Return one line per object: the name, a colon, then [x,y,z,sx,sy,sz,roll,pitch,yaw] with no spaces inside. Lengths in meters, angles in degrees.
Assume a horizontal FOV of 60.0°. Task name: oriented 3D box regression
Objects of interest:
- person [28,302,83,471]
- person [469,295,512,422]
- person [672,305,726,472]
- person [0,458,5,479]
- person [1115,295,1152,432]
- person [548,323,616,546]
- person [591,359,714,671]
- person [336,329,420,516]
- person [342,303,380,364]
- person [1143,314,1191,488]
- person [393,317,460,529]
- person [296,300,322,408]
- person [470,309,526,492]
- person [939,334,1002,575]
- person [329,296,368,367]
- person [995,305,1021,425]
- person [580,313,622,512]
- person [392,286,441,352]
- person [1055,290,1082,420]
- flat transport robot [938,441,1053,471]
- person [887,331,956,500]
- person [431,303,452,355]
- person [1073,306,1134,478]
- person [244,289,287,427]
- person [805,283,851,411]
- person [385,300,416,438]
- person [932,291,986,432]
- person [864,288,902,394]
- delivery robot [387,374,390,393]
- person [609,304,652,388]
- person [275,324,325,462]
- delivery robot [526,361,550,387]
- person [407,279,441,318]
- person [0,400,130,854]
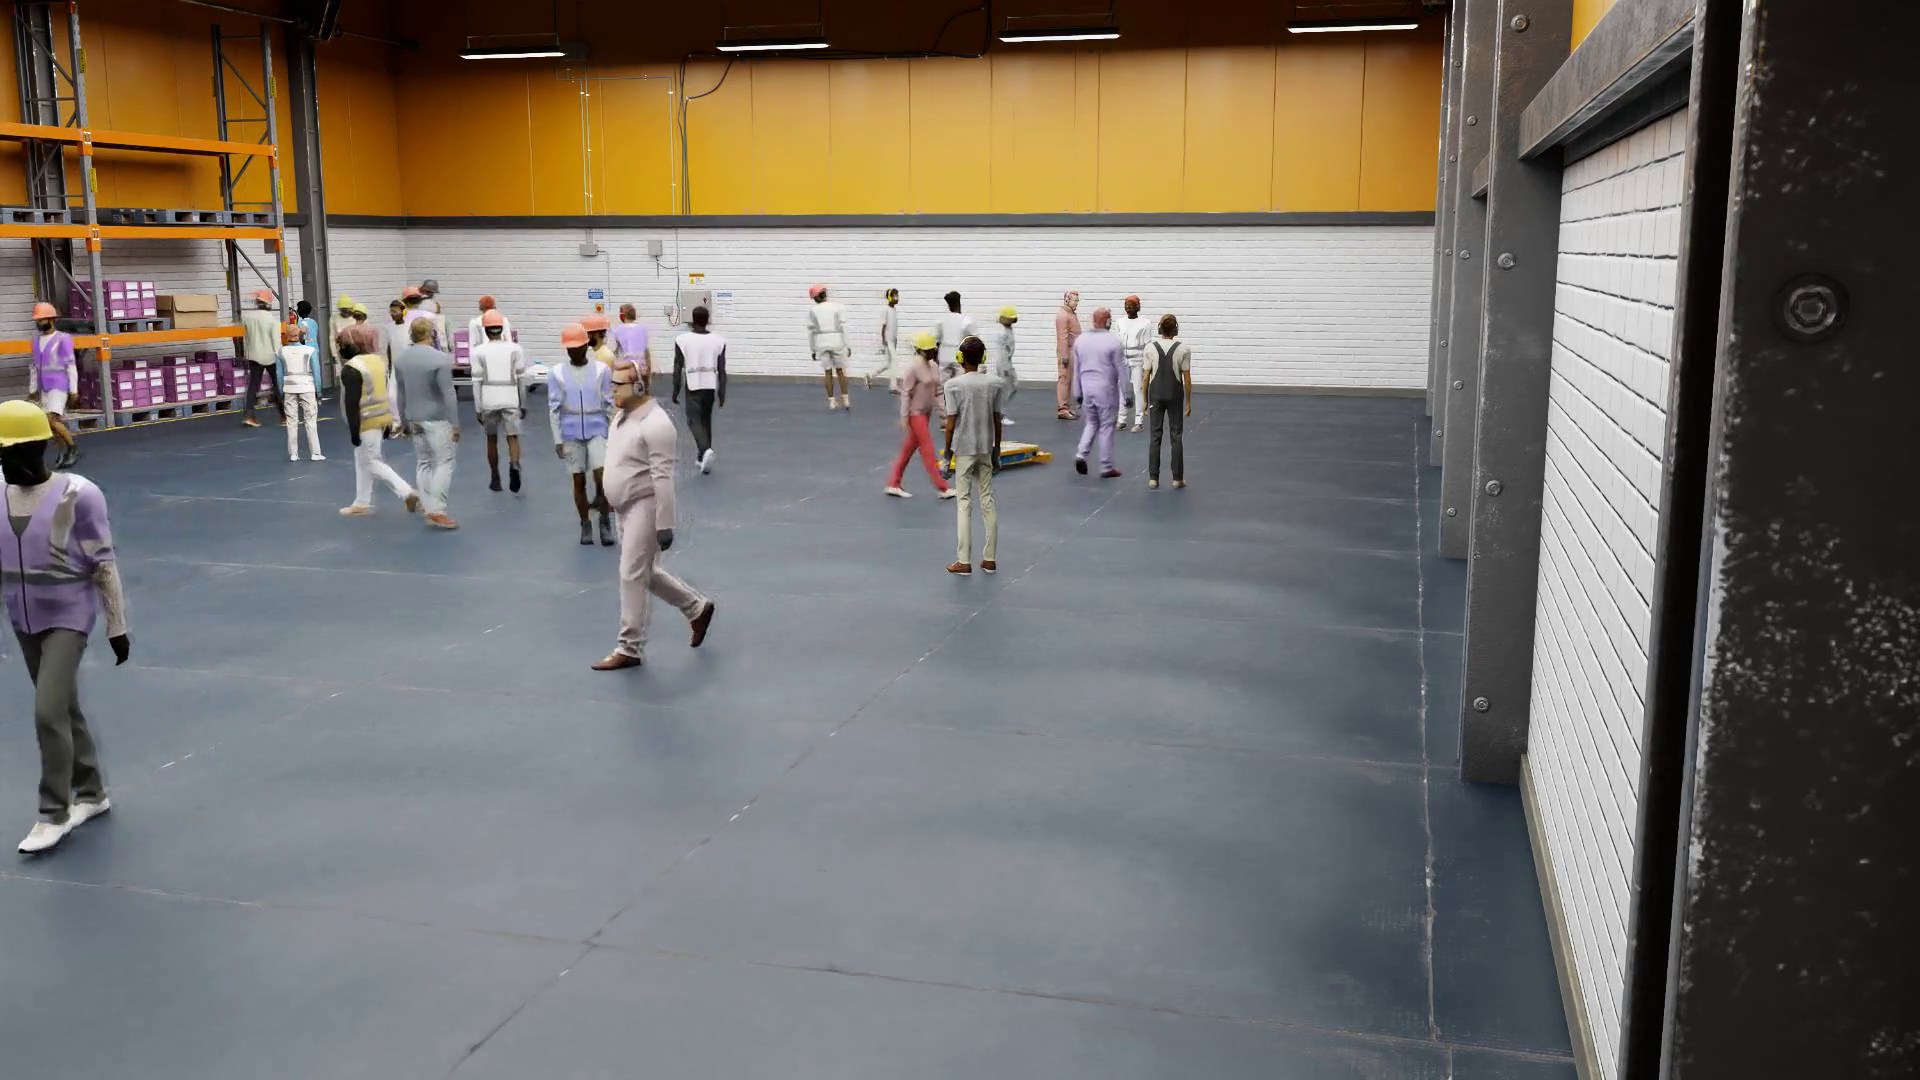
person: [-10.353,-1.740,18.930,0.554,1.918,0.407,4,11,24]
person: [-6.690,-2.565,23.770,0.616,1.868,0.496,-5,11,-25]
person: [-2.939,-1.724,18.960,0.598,1.889,0.852,-5,11,-28]
person: [-9.221,-1.135,15.588,0.604,1.887,0.919,1,10,4]
person: [2.359,-2.427,22.941,0.575,1.883,0.355,6,12,33]
person: [-3.191,-0.880,14.104,0.562,1.908,0.624,-2,10,-9]
person: [-1.890,-0.171,10.170,0.801,1.886,0.656,-6,12,-32]
person: [-5.481,-1.081,15.581,0.831,1.799,0.669,1,10,7]
person: [-8.588,-2.522,23.912,0.528,1.737,0.817,-2,10,-12]
person: [2.187,-1.465,17.596,0.511,1.844,0.328,2,10,13]
person: [-4.852,-1.054,15.105,0.715,1.912,0.483,5,11,26]
person: [-10.373,-2.950,26.429,0.316,1.695,0.542,1,10,3]
person: [-4.747,-1.420,17.161,0.557,1.916,0.762,-4,11,-20]
person: [0.085,-0.659,12.964,0.519,1.873,0.328,-5,11,-25]
person: [-9.741,-3.011,26.591,0.589,1.772,0.960,-1,10,-7]
person: [0.675,-2.496,23.758,0.373,1.722,0.509,2,10,12]
person: [-3.467,-1.209,15.950,0.579,1.915,0.556,-3,10,-17]
person: [-7.676,-2.585,23.534,0.631,1.986,1.029,-2,10,-13]
person: [1.626,-2.740,24.666,0.405,1.903,0.636,2,10,13]
flat transport robot: [0.385,-0.980,19.307,0.652,0.197,1.431,8,13,40]
person: [-0.348,-1.242,16.728,0.943,1.695,0.513,5,11,26]
person: [-9.198,-3.388,29.234,0.897,1.578,0.526,9,13,41]
person: [1.574,-1.620,18.335,0.672,1.896,0.462,9,14,42]
person: [-9.924,-2.590,23.705,0.618,1.953,1.014,2,10,9]
person: [-2.053,-3.008,25.971,0.705,1.975,0.509,0,10,-2]
person: [-7.452,-2.272,22.166,0.500,1.845,0.573,1,10,8]
person: [-0.019,-2.443,22.886,0.765,1.946,0.393,4,11,20]
person: [-1.297,-3.437,28.786,0.756,1.848,0.533,3,11,18]
delivery robot: [-9.486,-2.563,27.201,0.477,0.478,0.707,1,10,4]
person: [-4.364,-2.205,21.957,0.975,1.794,0.576,9,14,43]
person: [-7.836,-1.741,19.746,0.512,1.639,0.311,-1,10,-3]
delivery robot: [-7.345,-2.878,28.985,0.707,0.478,0.477,0,10,2]
person: [-9.429,-3.635,29.335,0.735,2.000,0.581,9,14,42]
person: [-3.948,0.365,7.057,0.624,1.900,0.773,3,10,14]
